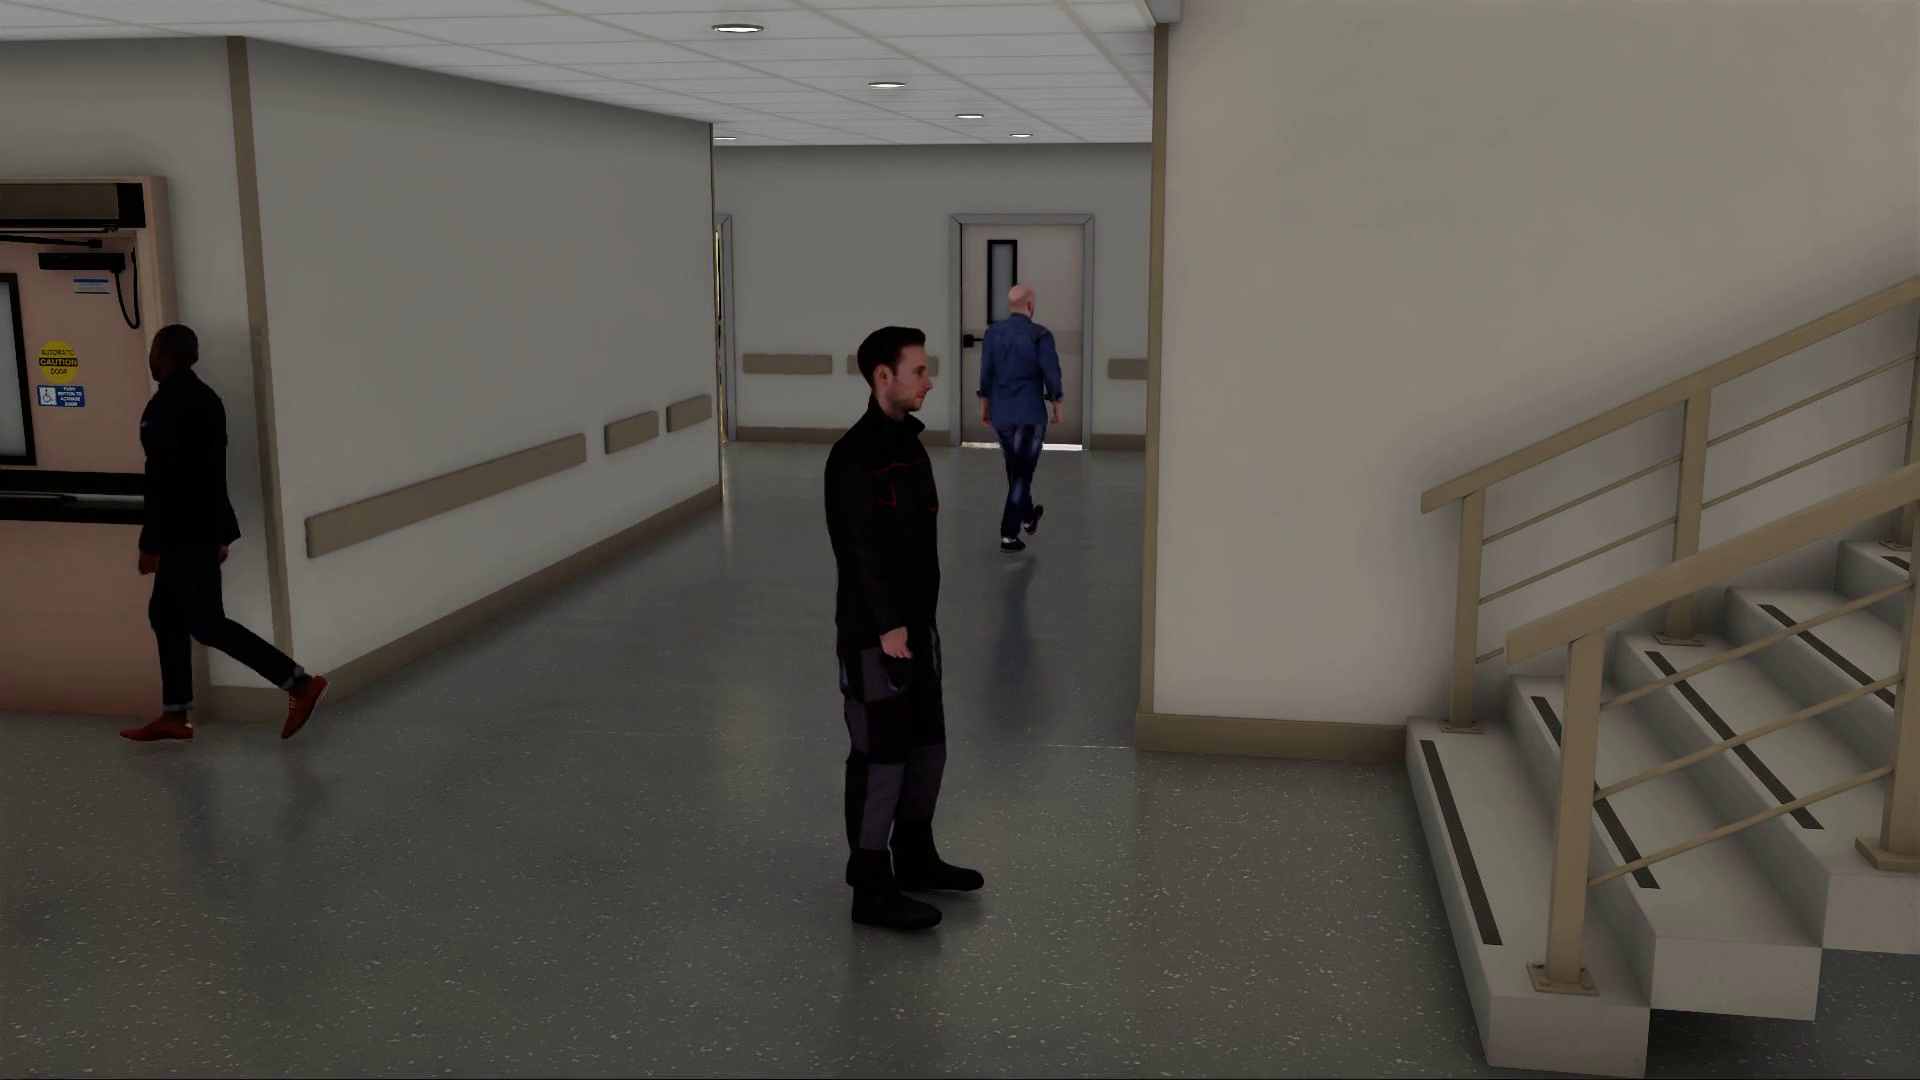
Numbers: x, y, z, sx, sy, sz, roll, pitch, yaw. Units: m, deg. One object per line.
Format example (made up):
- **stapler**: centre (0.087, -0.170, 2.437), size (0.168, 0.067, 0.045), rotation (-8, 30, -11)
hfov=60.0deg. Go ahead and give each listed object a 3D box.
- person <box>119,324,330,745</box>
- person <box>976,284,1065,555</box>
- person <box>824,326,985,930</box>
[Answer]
- **person**: centre (-3.148, 0.009, 7.035), size (1.223, 1.778, 1.025), rotation (-4, 11, -19)
- **person**: centre (0.376, -0.768, 11.138), size (1.215, 1.775, 1.055), rotation (6, 12, 27)
- **person**: centre (-0.250, 0.274, 5.292), size (0.710, 1.907, 0.747), rotation (4, 12, 22)
